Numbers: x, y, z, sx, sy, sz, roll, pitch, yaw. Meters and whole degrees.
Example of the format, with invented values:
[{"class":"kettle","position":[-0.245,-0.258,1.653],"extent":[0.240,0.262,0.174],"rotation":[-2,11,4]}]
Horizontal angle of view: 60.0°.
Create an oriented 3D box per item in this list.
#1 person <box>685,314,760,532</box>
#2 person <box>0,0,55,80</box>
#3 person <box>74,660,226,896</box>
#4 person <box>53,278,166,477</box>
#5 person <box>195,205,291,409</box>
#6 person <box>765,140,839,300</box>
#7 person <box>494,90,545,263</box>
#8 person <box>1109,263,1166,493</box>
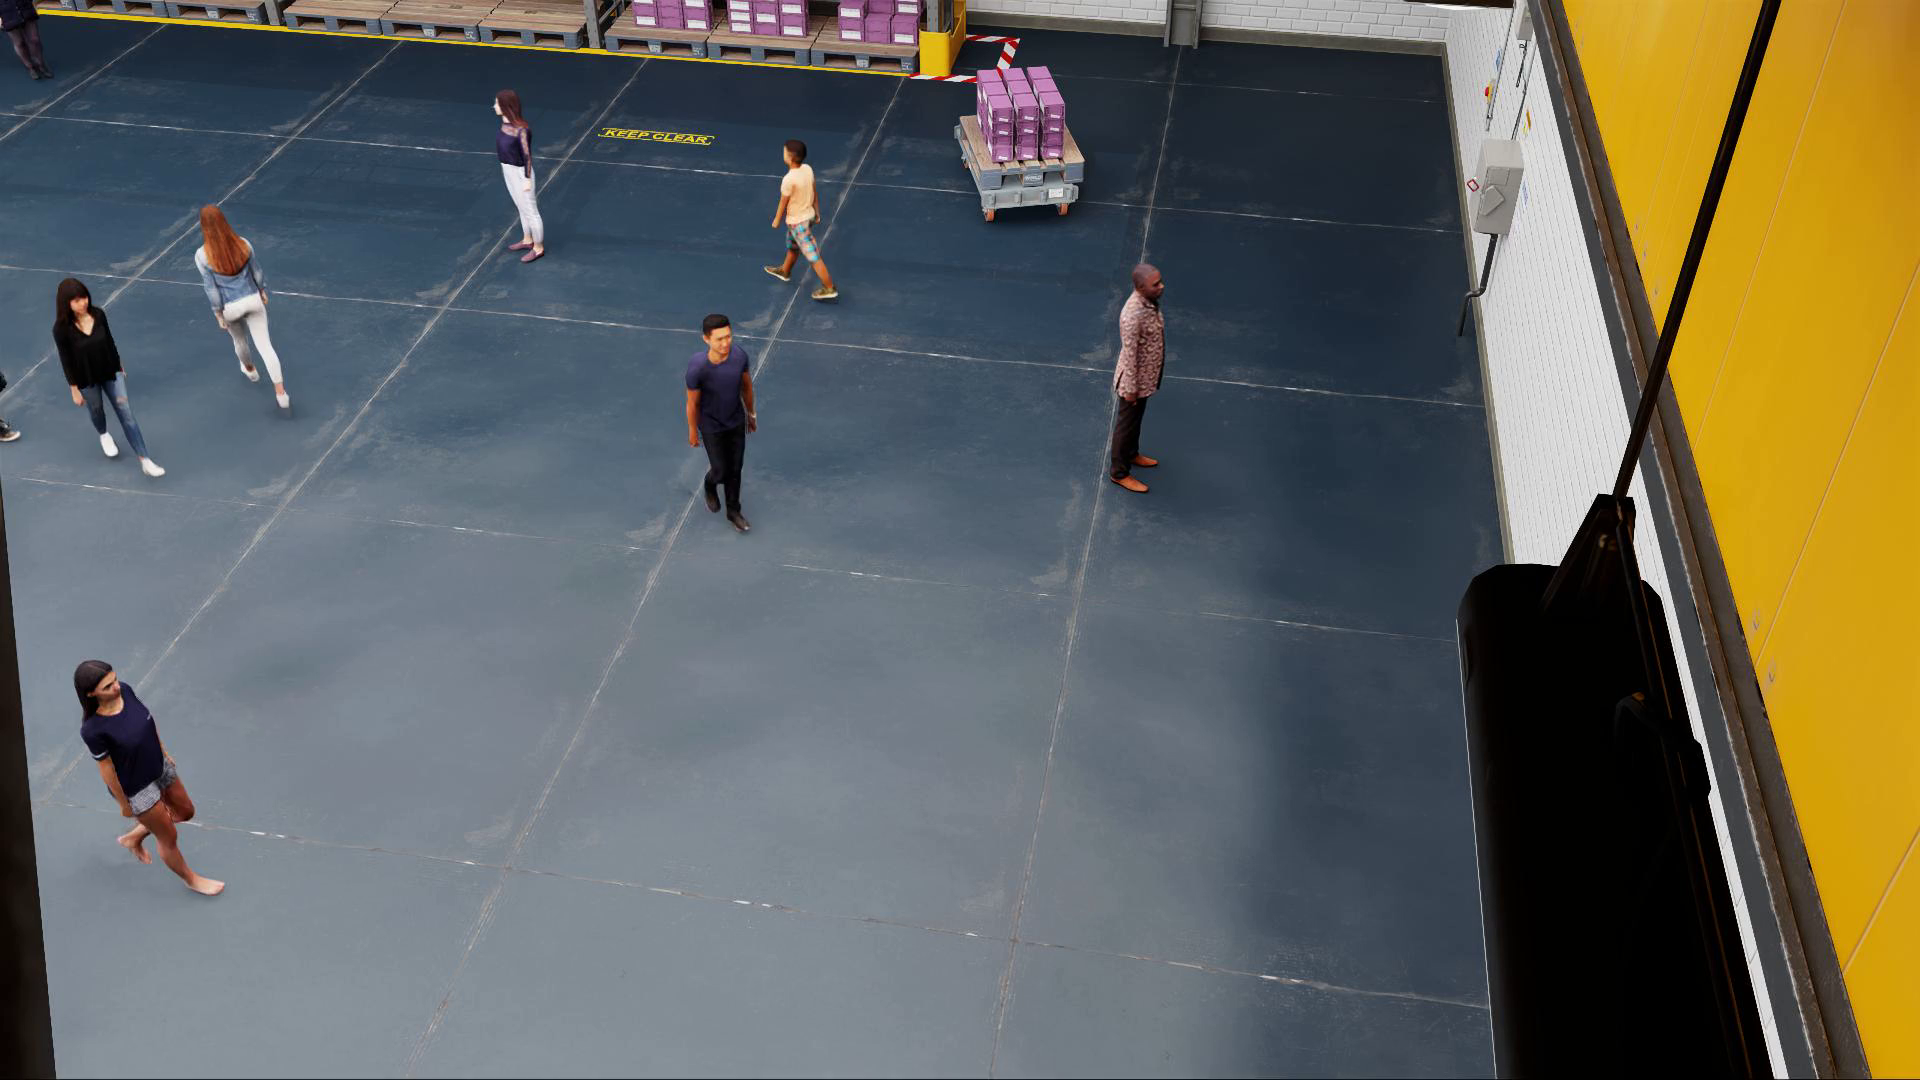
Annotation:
[{"class":"person","position":[-1.726,-0.870,11.821],"extent":[0.852,1.784,0.912],"rotation":[-23,44,-26]},{"class":"person","position":[-10.346,-5.810,18.108],"extent":[0.850,1.657,0.806],"rotation":[32,48,34]},{"class":"person","position":[-4.555,1.302,9.125],"extent":[0.808,1.755,0.583],"rotation":[6,39,8]},{"class":"person","position":[-6.490,-1.244,12.441],"extent":[0.988,1.594,1.171],"rotation":[-32,48,-33]},{"class":"person","position":[-5.604,-1.782,13.062],"extent":[1.126,1.659,1.176],"rotation":[-23,44,-26]},{"class":"person","position":[-1.320,-2.758,14.473],"extent":[1.055,1.424,0.684],"rotation":[16,41,19]},{"class":"person","position":[-3.990,-3.291,14.993],"extent":[0.736,1.607,0.681],"rotation":[-22,44,-26]},{"class":"person","position":[1.297,-1.229,12.250],"extent":[0.639,1.808,0.726],"rotation":[13,40,15]}]
